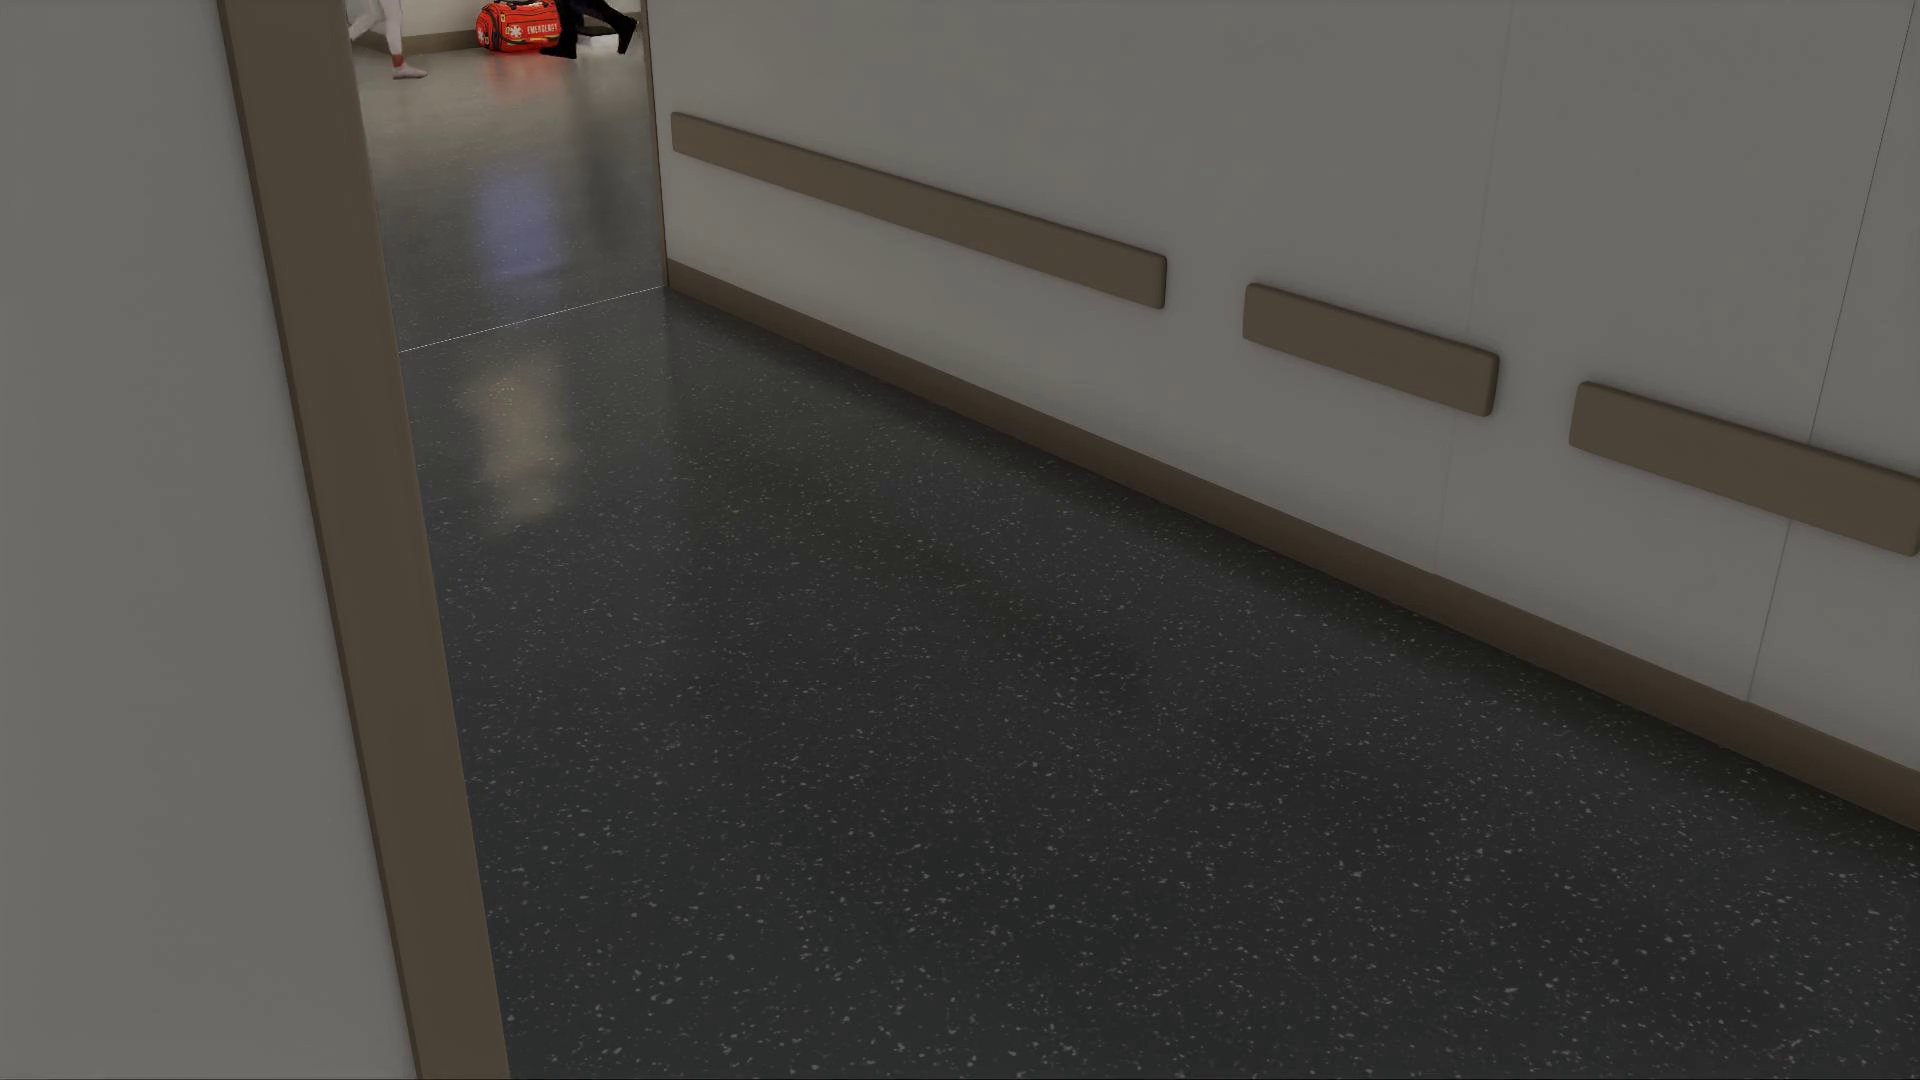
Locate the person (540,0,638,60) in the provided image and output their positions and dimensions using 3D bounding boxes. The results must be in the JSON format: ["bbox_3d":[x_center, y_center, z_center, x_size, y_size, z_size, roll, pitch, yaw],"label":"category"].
[{"bbox_3d":[-3.144,-4.923,13.760,1.224,1.885,1.141,1,26,2],"label":"person"}]

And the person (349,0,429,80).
[{"bbox_3d":[-4.638,-4.430,12.975,1.034,1.677,0.784,-15,29,-28],"label":"person"}]
